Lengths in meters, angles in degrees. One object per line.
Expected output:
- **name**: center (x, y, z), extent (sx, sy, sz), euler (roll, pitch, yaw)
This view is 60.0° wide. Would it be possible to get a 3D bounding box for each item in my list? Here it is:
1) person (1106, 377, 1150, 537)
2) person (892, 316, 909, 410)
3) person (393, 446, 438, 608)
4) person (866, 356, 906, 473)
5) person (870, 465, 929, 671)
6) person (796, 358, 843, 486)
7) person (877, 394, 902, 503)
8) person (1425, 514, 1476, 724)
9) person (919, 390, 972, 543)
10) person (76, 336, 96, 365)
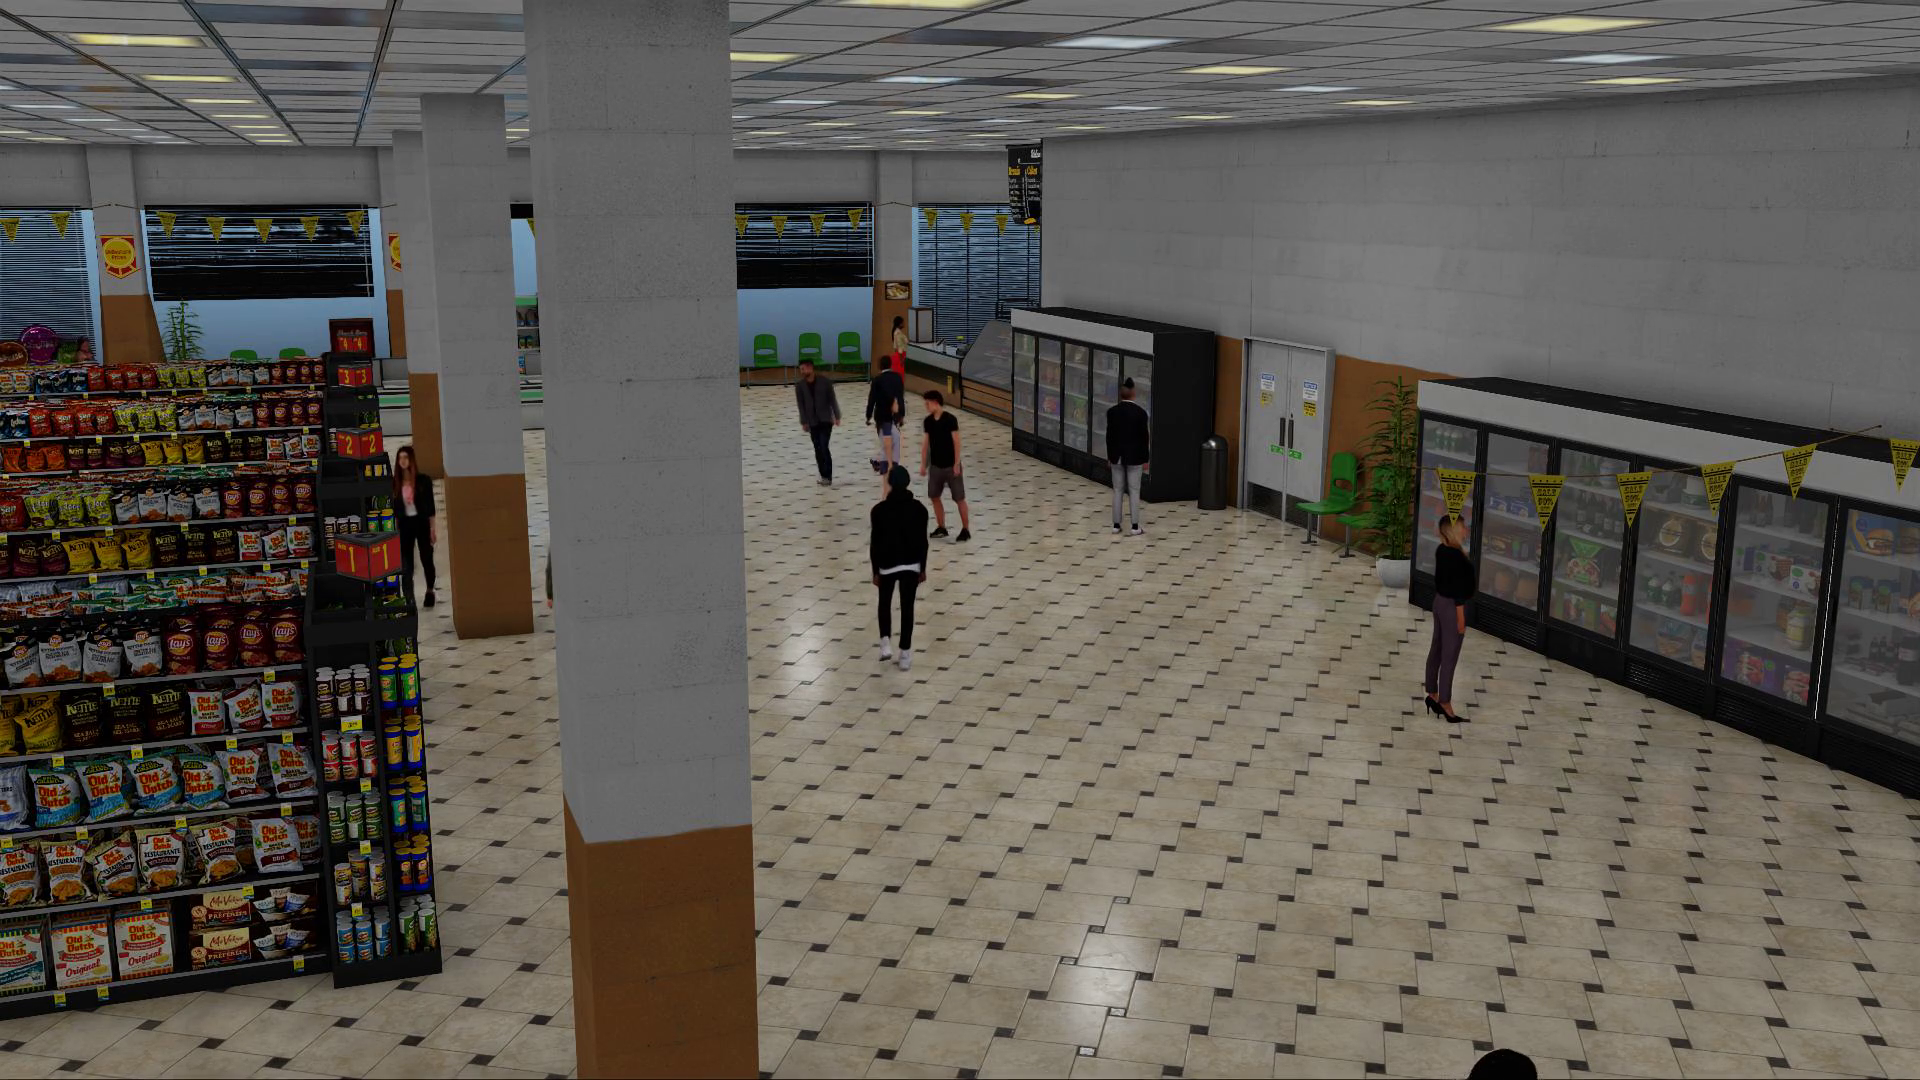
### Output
- **person**: center (2.048, -1.036, 20.398), extent (0.784, 1.948, 0.846), euler (5, 13, 24)
- **person**: center (-1.183, -3.432, 32.152), extent (0.566, 1.792, 0.622), euler (-3, 12, -12)
- **person**: center (-5.393, -0.090, 16.578), extent (1.131, 1.670, 0.882), euler (-1, 12, -4)
- **person**: center (-1.021, -1.745, 24.160), extent (1.165, 1.784, 0.991), euler (-9, 15, -36)
- **person**: center (-0.534, 0.260, 14.583), extent (0.713, 1.807, 0.822), euler (0, 12, 0)
- **person**: center (-1.964, -1.677, 23.728), extent (0.999, 1.830, 1.057), euler (1, 12, 3)
- **person**: center (-0.881, -0.969, 20.665), extent (0.614, 1.705, 0.653), euler (-1, 12, -3)
- **person**: center (3.886, 0.609, 13.254), extent (0.606, 1.672, 0.647), euler (-1, 12, -6)
- **person**: center (-0.151, -0.893, 20.048), extent (0.886, 1.811, 0.928), euler (5, 13, 23)
- **person**: center (-15.010, -2.611, 28.414), extent (0.741, 1.727, 0.705), euler (2, 12, 7)
